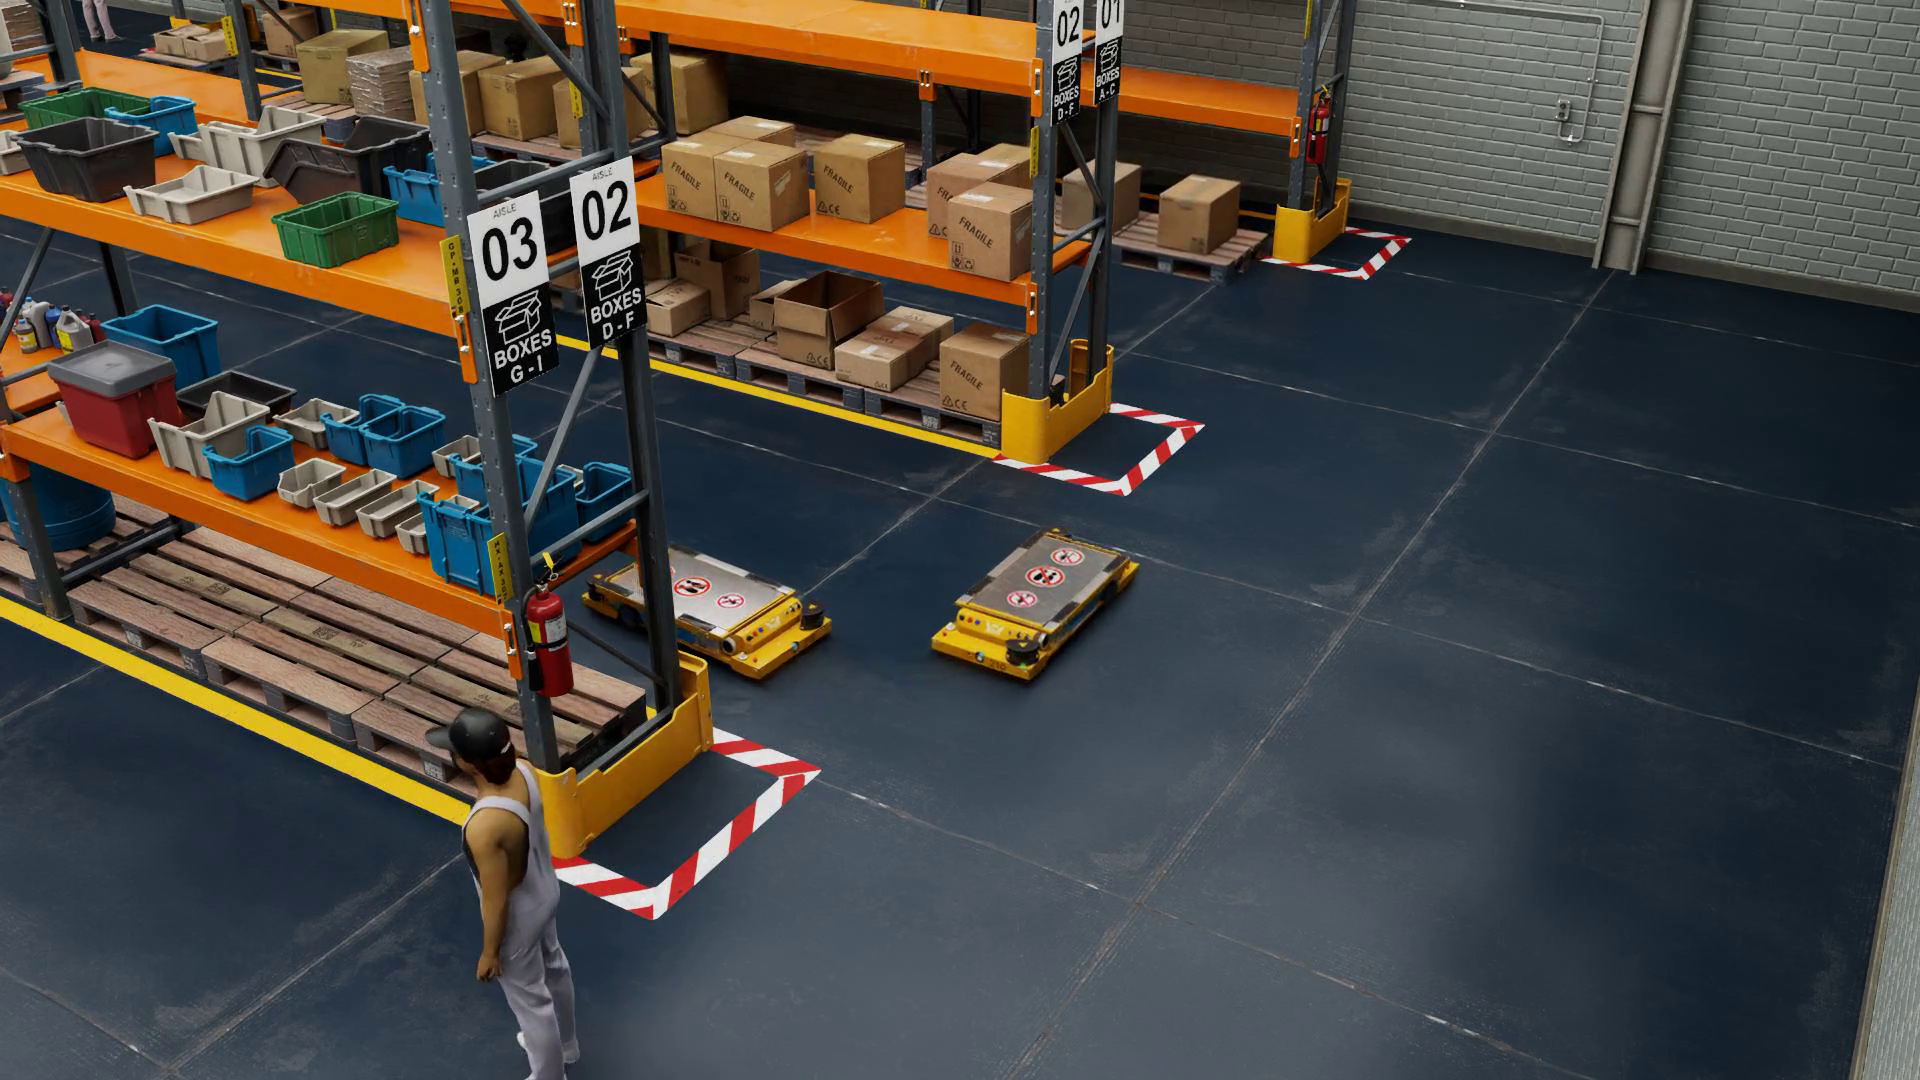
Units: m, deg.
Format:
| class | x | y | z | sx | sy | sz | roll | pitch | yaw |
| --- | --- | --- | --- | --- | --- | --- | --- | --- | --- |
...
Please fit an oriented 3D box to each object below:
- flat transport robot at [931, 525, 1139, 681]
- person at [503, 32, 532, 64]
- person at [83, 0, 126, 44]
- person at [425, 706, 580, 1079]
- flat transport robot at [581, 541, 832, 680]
| class | x | y | z | sx | sy | sz | roll | pitch | yaw |
| --- | --- | --- | --- | --- | --- | --- | --- | --- | --- |
| flat transport robot | 0.479 | 0.350 | 10.005 | 0.659 | 0.231 | 1.431 | 16 | 33 | 27 |
| person | -4.397 | -4.317 | 16.923 | 0.549 | 1.681 | 0.354 | 6 | 30 | 11 |
| person | -12.105 | -7.843 | 23.086 | 0.563 | 1.847 | 0.391 | 10 | 31 | 17 |
| person | -1.758 | 1.423 | 6.444 | 0.385 | 1.862 | 0.525 | 5 | 30 | 9 |
| flat transport robot | -1.525 | 0.394 | 9.926 | 1.431 | 0.231 | 0.659 | 19 | 34 | 30 |
